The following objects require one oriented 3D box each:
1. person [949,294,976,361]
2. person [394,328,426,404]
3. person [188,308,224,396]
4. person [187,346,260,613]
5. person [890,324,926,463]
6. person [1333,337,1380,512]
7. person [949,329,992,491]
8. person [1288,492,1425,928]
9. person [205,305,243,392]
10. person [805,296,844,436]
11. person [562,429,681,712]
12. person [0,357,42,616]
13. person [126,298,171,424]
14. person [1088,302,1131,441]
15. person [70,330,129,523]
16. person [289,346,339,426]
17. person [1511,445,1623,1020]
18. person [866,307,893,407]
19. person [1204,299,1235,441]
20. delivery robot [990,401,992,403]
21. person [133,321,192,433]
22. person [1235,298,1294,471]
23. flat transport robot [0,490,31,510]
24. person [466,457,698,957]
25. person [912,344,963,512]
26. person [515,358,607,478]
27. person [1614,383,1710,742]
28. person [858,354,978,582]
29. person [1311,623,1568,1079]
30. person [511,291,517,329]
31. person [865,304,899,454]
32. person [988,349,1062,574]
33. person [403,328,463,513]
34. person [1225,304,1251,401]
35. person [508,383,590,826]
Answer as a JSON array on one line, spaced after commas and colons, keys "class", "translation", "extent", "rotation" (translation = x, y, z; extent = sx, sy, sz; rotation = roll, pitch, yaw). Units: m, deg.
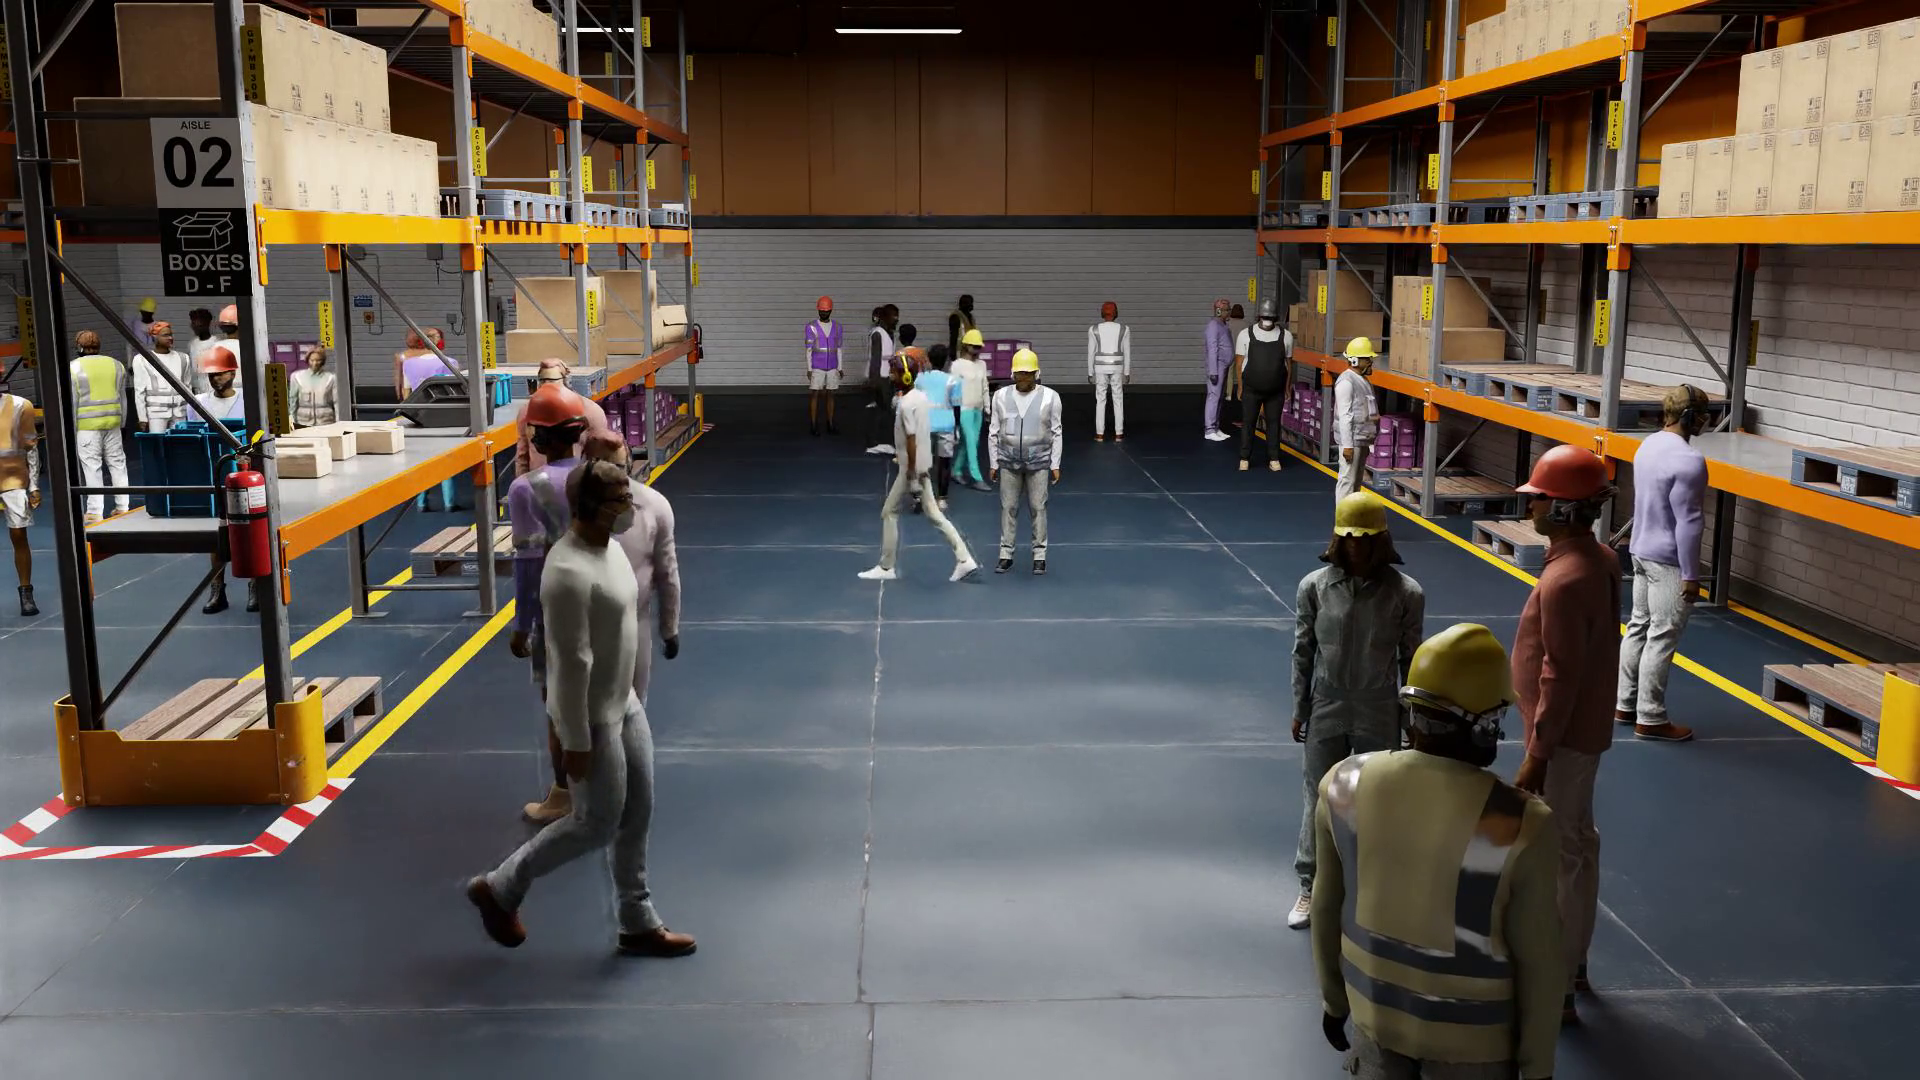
[{"class": "person", "translation": [0.076, -3.083, 27.098], "extent": [0.452, 1.827, 0.646], "rotation": [6, 12, 31]}, {"class": "person", "translation": [-6.647, -1.777, 20.376], "extent": [0.536, 1.623, 0.388], "rotation": [-4, 11, -20]}, {"class": "person", "translation": [-8.768, -1.734, 19.360], "extent": [0.628, 1.910, 0.990], "rotation": [4, 11, 22]}, {"class": "person", "translation": [-5.285, -0.432, 12.038], "extent": [0.545, 1.939, 0.373], "rotation": [-2, 10, -8]}, {"class": "person", "translation": [-0.614, -1.773, 20.206], "extent": [0.322, 1.688, 0.547], "rotation": [8, 13, 39]}, {"class": "person", "translation": [3.565, -0.903, 14.958], "extent": [0.404, 1.833, 0.589], "rotation": [5, 11, 28]}, {"class": "person", "translation": [0.113, -1.423, 18.114], "extent": [0.735, 1.742, 0.539], "rotation": [9, 14, 43]}, {"class": "person", "translation": [1.524, 0.673, 6.426], "extent": [0.491, 1.743, 0.324], "rotation": [3, 11, 16]}, {"class": "person", "translation": [-7.258, -1.339, 16.786], "extent": [0.608, 2.048, 0.365], "rotation": [1, 10, 7]}, {"class": "person", "translation": [-1.867, -2.411, 23.076], "extent": [0.547, 1.934, 0.375], "rotation": [-4, 11, -23]}, {"class": "person", "translation": [-1.655, 0.377, 7.781], "extent": [0.654, 1.866, 0.766], "rotation": [-4, 11, -22]}, {"class": "person", "translation": [-6.857, -0.400, 11.861], "extent": [0.547, 1.938, 0.378], "rotation": [-5, 11, -26]}, {"class": "person", "translation": [-11.772, -2.571, 24.158], "extent": [0.590, 1.878, 0.928], "rotation": [-5, 11, -26]}, {"class": "person", "translation": [2.003, -2.259, 22.378], "extent": [0.576, 1.881, 0.354], "rotation": [1, 10, 4]}, {"class": "person", "translation": [-8.285, -1.083, 15.936], "extent": [0.430, 1.845, 0.624], "rotation": [6, 12, 32]}, {"class": "person", "translation": [-6.587, -1.164, 17.012], "extent": [0.530, 1.601, 0.785], "rotation": [-3, 11, -18]}, {"class": "person", "translation": [2.077, 0.663, 5.778], "extent": [0.378, 1.996, 0.611], "rotation": [7, 12, 32]}, {"class": "person", "translation": [-1.300, -2.952, 26.930], "extent": [0.502, 1.633, 0.280], "rotation": [6, 12, 30]}, {"class": "person", "translation": [3.527, -2.304, 22.559], "extent": [0.403, 1.906, 0.652], "rotation": [4, 11, 20]}, {"class": "delivery robot", "translation": [0.376, -2.380, 26.470], "extent": [0.707, 0.478, 0.477], "rotation": [-2, 11, -13]}, {"class": "person", "translation": [-8.000, -1.256, 16.778], "extent": [0.346, 1.883, 0.584], "rotation": [8, 13, 39]}, {"class": "person", "translation": [3.571, -1.819, 19.483], "extent": [0.679, 2.000, 0.537], "rotation": [0, 10, 2]}, {"class": "flat transport robot", "translation": [-10.088, -0.411, 16.564], "extent": [1.431, 0.197, 0.652], "rotation": [-5, 11, -27]}, {"class": "person", "translation": [-1.409, 0.641, 6.142], "extent": [0.750, 1.918, 0.630], "rotation": [1, 10, 4]}, {"class": "person", "translation": [-0.250, -1.093, 16.474], "extent": [0.553, 1.668, 0.587], "rotation": [1, 10, 5]}, {"class": "person", "translation": [-2.741, -0.303, 11.452], "extent": [0.647, 1.900, 0.395], "rotation": [1, 10, 5]}, {"class": "person", "translation": [3.814, 0.120, 8.985], "extent": [0.357, 1.931, 0.629], "rotation": [0, 10, 0]}, {"class": "person", "translation": [-0.308, -0.560, 13.092], "extent": [0.963, 1.819, 0.569], "rotation": [4, 11, 20]}, {"class": "person", "translation": [1.103, 1.092, 3.843], "extent": [0.598, 1.830, 0.403], "rotation": [9, 14, 42]}, {"class": "person", "translation": [-6.342, -2.668, 24.346], "extent": [0.401, 1.989, 0.623], "rotation": [-6, 12, -29]}, {"class": "person", "translation": [-0.910, -2.027, 21.064], "extent": [0.646, 1.881, 0.621], "rotation": [3, 10, 14]}, {"class": "person", "translation": [0.520, -0.629, 13.440], "extent": [0.602, 1.827, 0.404], "rotation": [2, 10, 11]}, {"class": "person", "translation": [-5.205, -1.174, 16.472], "extent": [0.567, 1.837, 0.387], "rotation": [-1, 10, -3]}, {"class": "person", "translation": [4.666, -3.165, 28.111], "extent": [0.501, 1.633, 0.282], "rotation": [1, 10, 7]}, {"class": "person", "translation": [-1.820, 0.302, 7.648], "extent": [0.365, 2.048, 0.607], "rotation": [7, 12, 34]}]
